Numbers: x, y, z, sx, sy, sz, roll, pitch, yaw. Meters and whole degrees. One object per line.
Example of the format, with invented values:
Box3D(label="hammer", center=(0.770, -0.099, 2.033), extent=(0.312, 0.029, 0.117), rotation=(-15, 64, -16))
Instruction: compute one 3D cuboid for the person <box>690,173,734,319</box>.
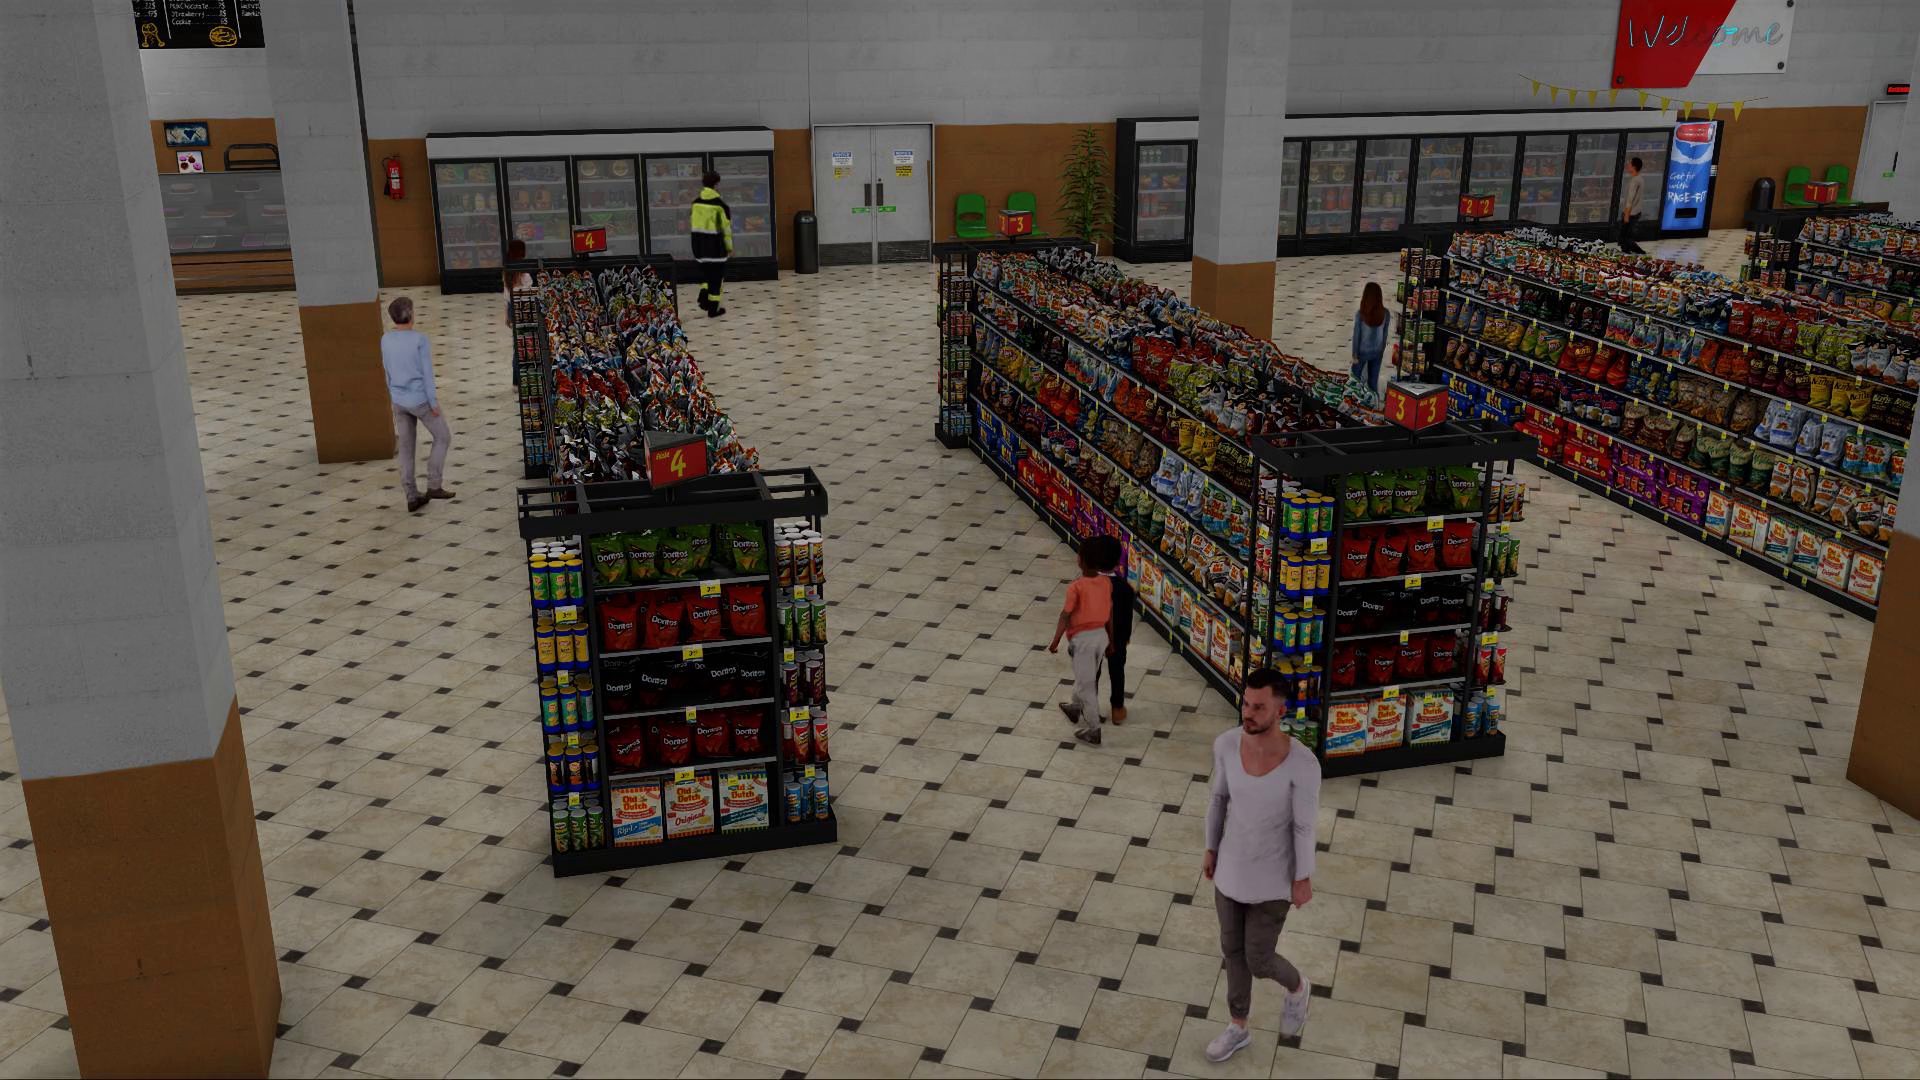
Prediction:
Box3D(label="person", center=(-3.509, -4.070, 23.060), extent=(0.916, 1.969, 0.965), rotation=(9, 21, 25))

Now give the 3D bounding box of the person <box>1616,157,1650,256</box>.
Box3D(label="person", center=(10.863, -5.212, 26.711), extent=(0.979, 1.800, 0.923), rotation=(9, 21, 26))

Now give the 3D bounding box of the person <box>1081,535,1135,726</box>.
Box3D(label="person", center=(0.917, 0.566, 10.484), extent=(0.570, 1.220, 0.582), rotation=(4, 19, 12))

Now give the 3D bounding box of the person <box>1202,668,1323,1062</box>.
Box3D(label="person", center=(1.317, 1.373, 7.132), extent=(0.912, 1.832, 0.869), rotation=(-17, 25, -41))

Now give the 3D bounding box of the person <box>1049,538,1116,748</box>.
Box3D(label="person", center=(0.821, 0.642, 10.146), extent=(0.638, 1.292, 0.820), rotation=(-12, 22, -32))

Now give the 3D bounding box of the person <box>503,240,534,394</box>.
Box3D(label="person", center=(-5.057, -2.521, 18.862), extent=(0.860, 1.715, 0.893), rotation=(16, 24, 39))

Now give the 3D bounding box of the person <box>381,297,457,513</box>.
Box3D(label="person", center=(-4.846, -1.164, 14.584), extent=(0.826, 1.878, 0.854), rotation=(5, 19, 15))

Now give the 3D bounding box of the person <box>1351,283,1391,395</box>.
Box3D(label="person", center=(4.369, -1.973, 17.633), extent=(0.654, 1.463, 0.793), rotation=(-1, 19, -4))
